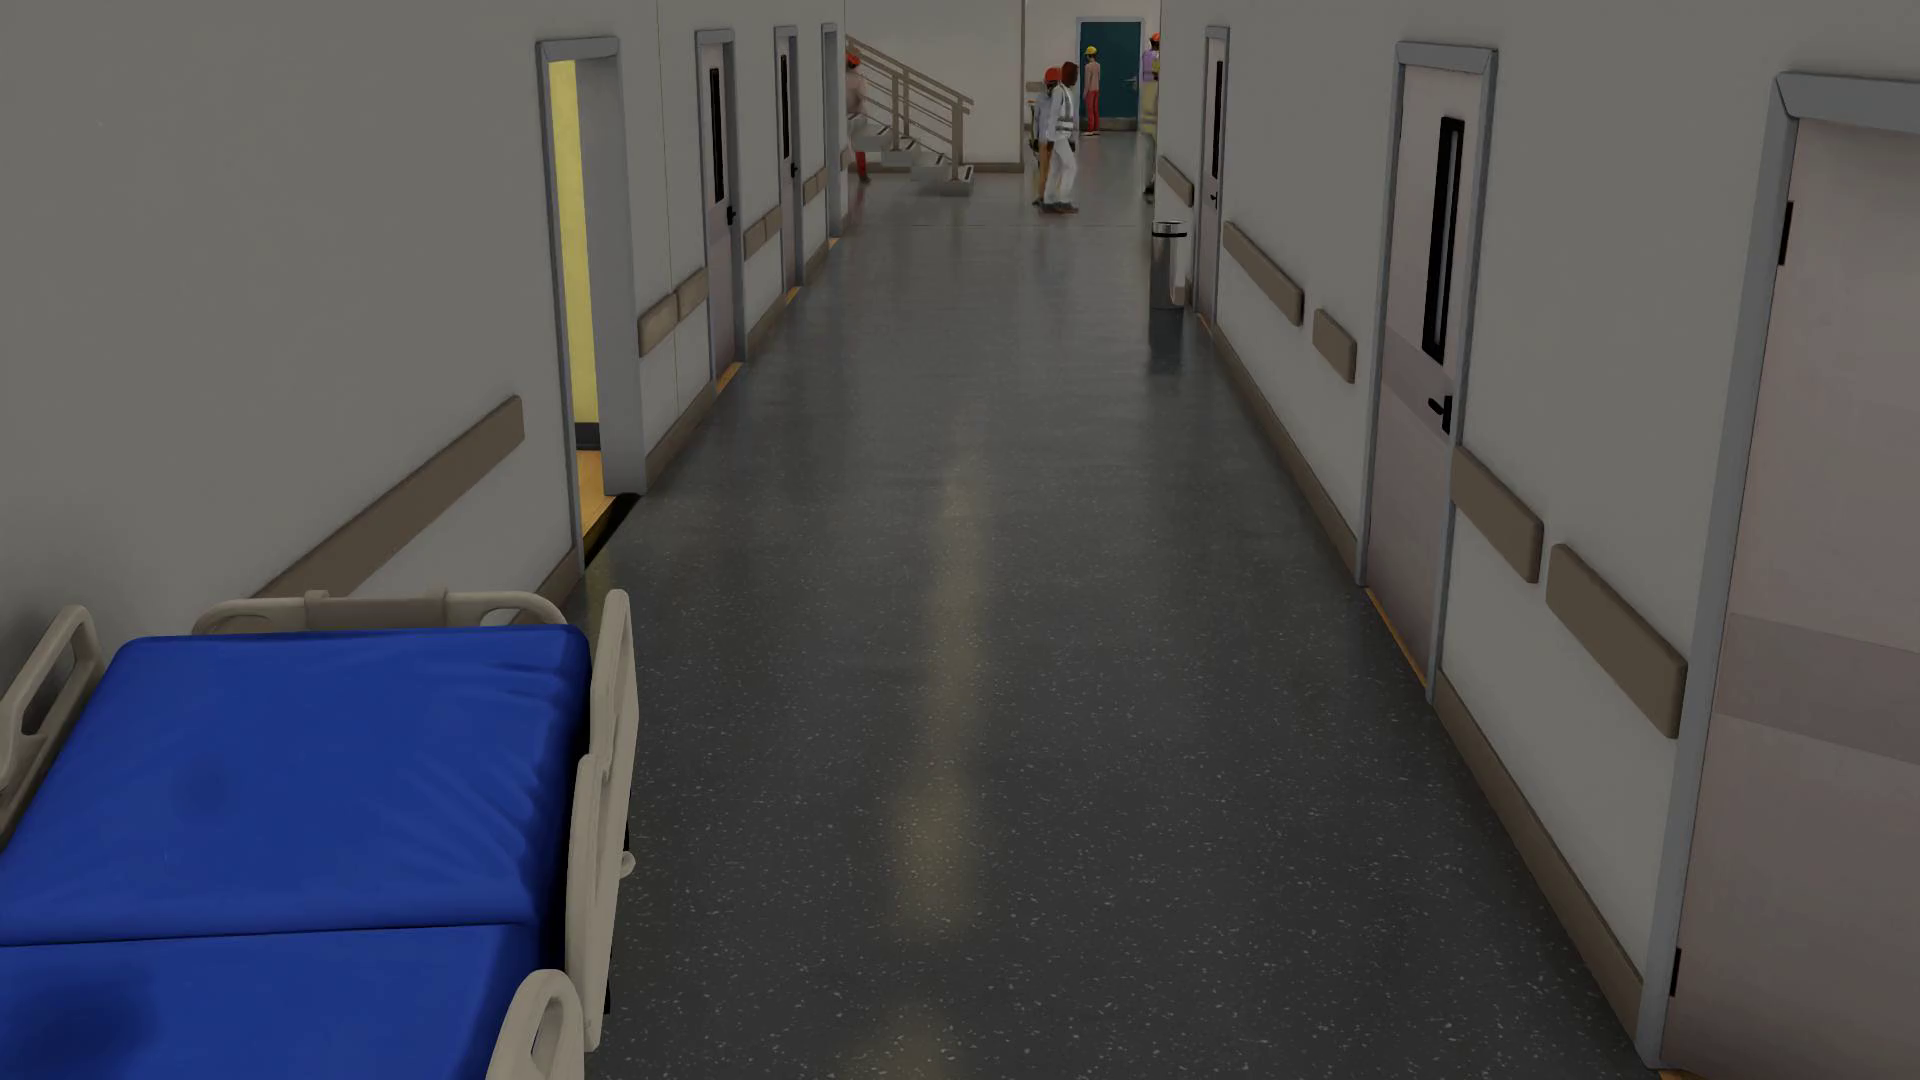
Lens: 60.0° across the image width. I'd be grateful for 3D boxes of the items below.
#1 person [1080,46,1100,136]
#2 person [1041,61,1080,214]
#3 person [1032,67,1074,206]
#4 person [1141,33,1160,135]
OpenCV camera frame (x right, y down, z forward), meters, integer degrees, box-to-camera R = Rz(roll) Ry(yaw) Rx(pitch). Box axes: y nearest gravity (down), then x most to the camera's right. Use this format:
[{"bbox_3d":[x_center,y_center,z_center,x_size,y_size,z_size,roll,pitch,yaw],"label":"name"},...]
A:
[{"bbox_3d":[2.652,-9.110,33.775,0.318,1.767,0.529,12,21,32],"label":"person"},{"bbox_3d":[1.314,-4.994,20.702,0.650,1.845,0.644,4,18,13],"label":"person"},{"bbox_3d":[1.190,-5.213,21.539,0.561,1.753,0.330,9,20,27],"label":"person"},{"bbox_3d":[3.926,-9.210,33.669,0.409,2.028,0.615,-10,20,-29],"label":"person"}]
